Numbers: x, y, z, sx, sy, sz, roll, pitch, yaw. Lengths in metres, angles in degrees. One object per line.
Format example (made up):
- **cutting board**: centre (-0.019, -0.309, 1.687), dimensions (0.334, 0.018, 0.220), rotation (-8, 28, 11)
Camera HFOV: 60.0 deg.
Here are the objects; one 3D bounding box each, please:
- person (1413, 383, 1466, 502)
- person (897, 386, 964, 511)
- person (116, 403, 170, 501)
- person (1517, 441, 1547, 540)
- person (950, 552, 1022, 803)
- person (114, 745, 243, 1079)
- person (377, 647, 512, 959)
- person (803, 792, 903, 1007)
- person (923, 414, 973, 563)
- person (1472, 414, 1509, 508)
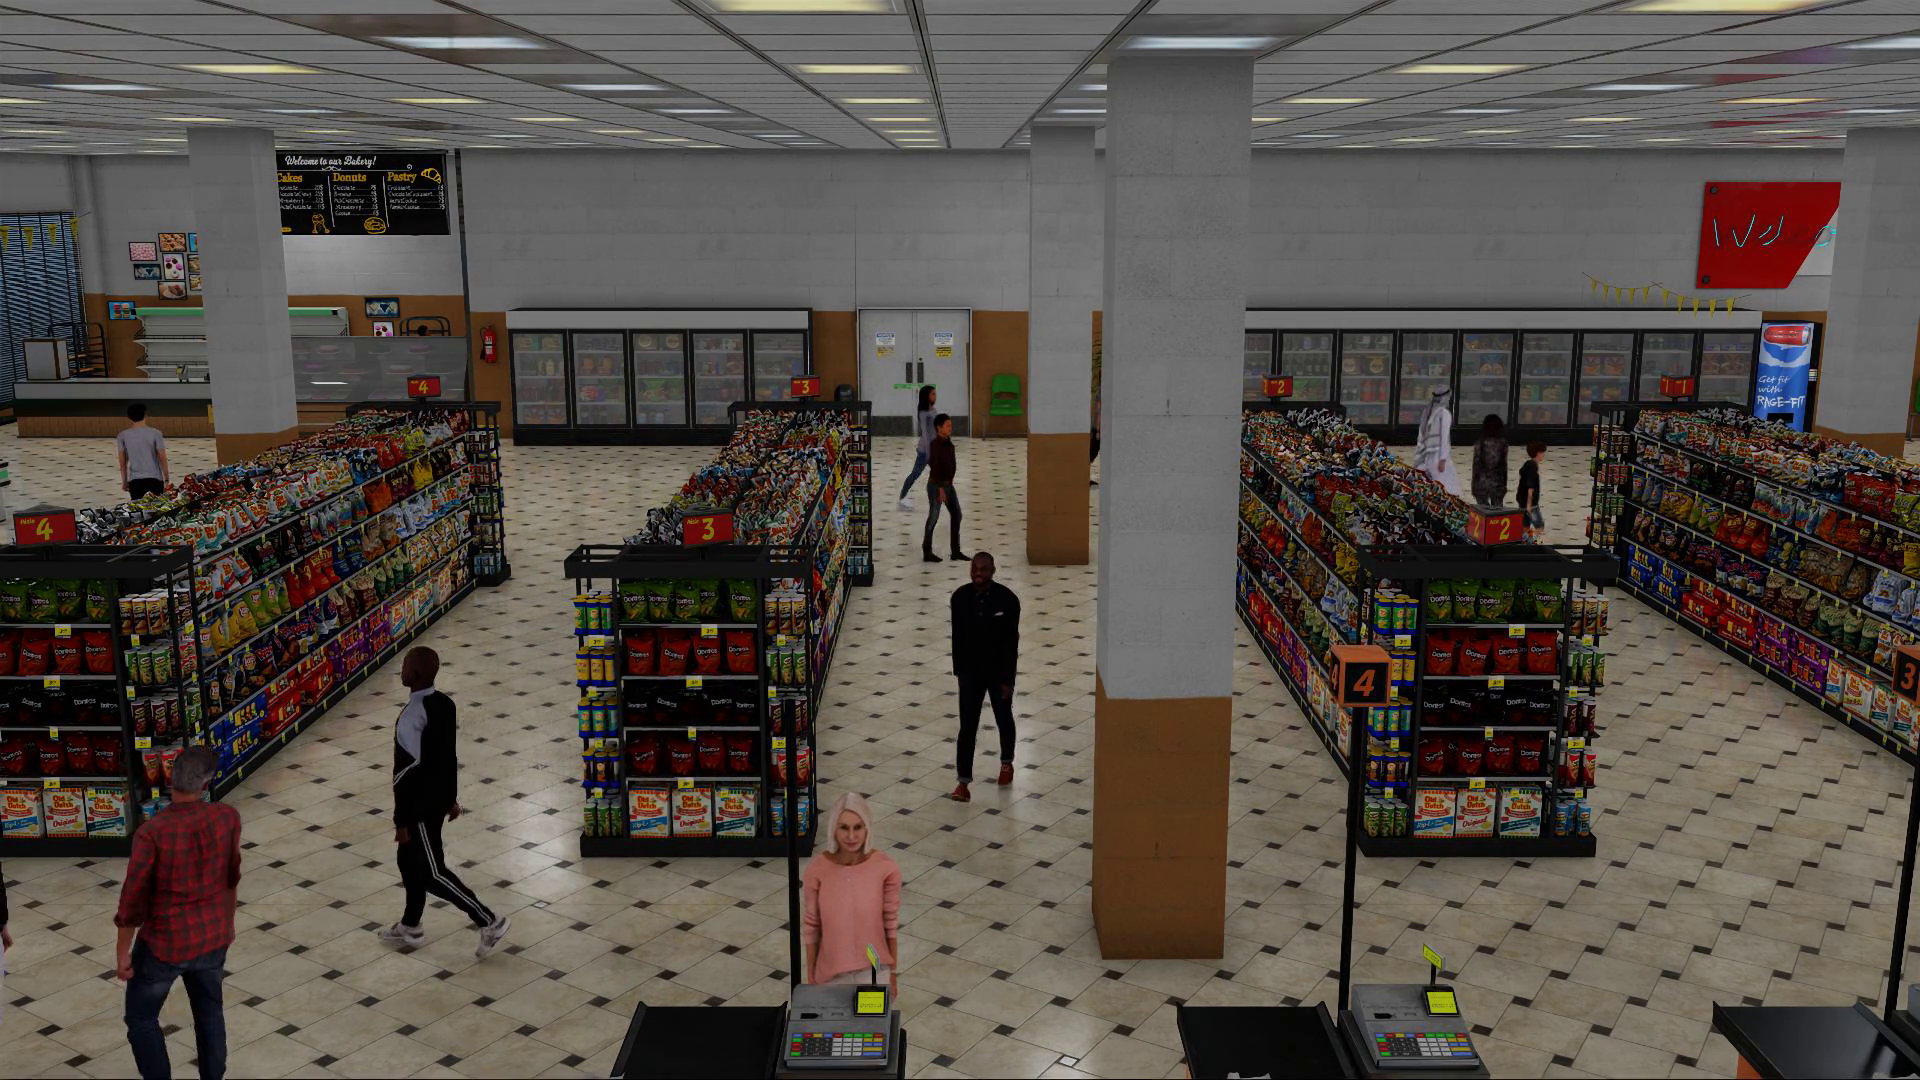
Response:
- **person**: centre (5.956, -1.010, 21.125), dimensions (1.121, 1.881, 1.286), rotation (-6, 13, -25)
- **person**: centre (-0.525, -1.206, 22.535), dimensions (1.012, 1.685, 1.206), rotation (5, 13, 22)
- **person**: centre (-9.620, -0.690, 19.613), dimensions (0.773, 1.878, 0.790), rotation (-2, 12, -8)
- **person**: centre (6.615, -0.442, 19.516), dimensions (0.664, 1.433, 0.544), rotation (3, 12, 13)
- **person**: centre (0.236, 0.970, 11.989), dimensions (0.958, 1.772, 1.255), rotation (4, 12, 18)
- **person**: centre (-3.607, 1.859, 7.718), dimensions (0.955, 1.793, 0.873), rotation (7, 14, 29)
- **person**: centre (-2.940, 1.499, 9.398), dimensions (0.873, 1.804, 1.110), rotation (2, 12, 10)
- **person**: centre (-0.478, 1.940, 7.496), dimensions (0.608, 1.724, 0.533), rotation (-1, 12, -5)
- **person**: centre (-0.306, -0.590, 19.428), dimensions (0.929, 1.759, 0.899), rotation (7, 14, 32)
- **person**: centre (6.325, -0.631, 19.768), dimensions (0.589, 1.699, 0.843), rotation (0, 12, 2)
